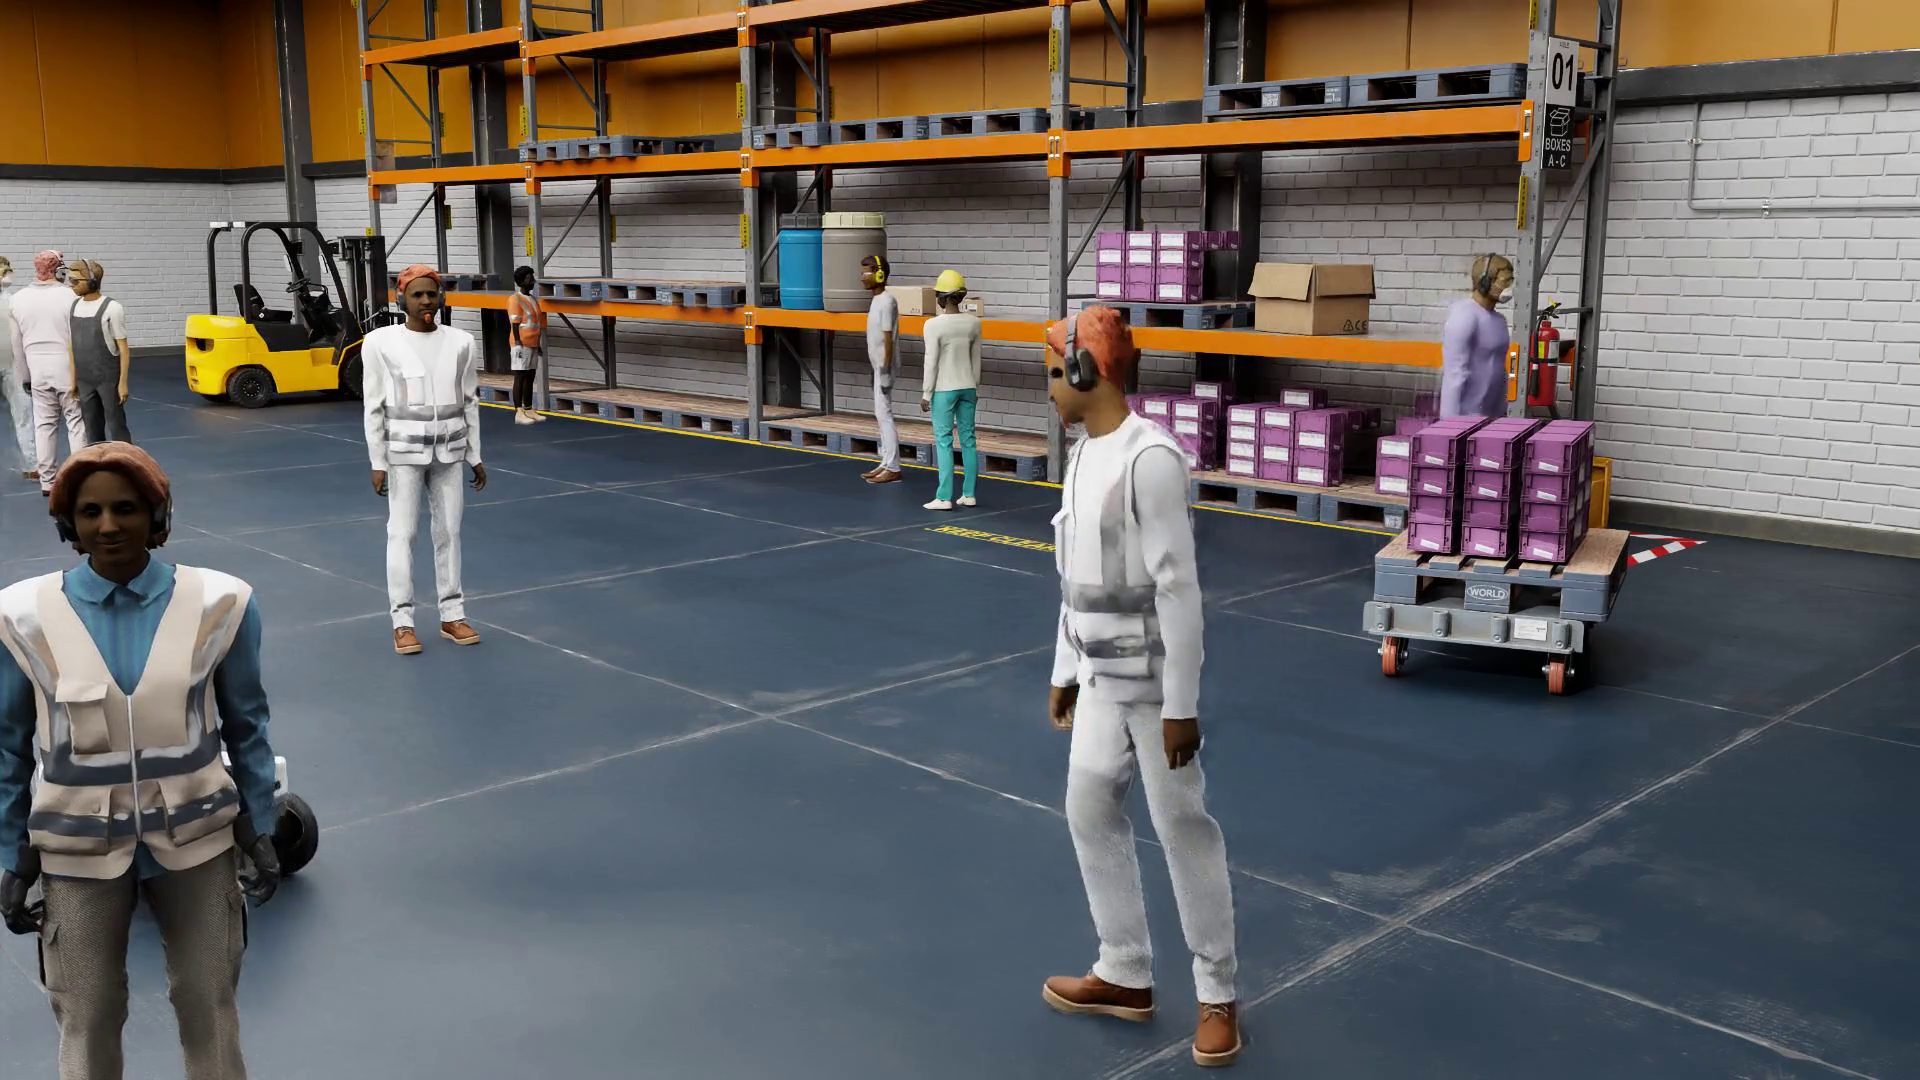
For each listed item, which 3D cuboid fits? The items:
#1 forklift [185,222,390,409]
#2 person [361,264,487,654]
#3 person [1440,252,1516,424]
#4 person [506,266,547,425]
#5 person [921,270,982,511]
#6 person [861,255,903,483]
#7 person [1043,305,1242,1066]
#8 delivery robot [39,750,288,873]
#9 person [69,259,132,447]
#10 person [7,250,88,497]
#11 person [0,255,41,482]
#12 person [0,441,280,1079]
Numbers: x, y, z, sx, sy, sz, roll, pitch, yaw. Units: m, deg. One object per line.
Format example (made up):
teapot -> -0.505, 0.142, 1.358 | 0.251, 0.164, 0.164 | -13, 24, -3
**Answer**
forklift -> -8.169, -2.758, 20.163 | 2.313, 2.155, 1.214 | -10, 14, -44
person -> -2.610, -0.396, 8.137 | 0.572, 1.883, 0.355 | -8, 13, -37
person -> 2.946, -0.655, 9.424 | 0.436, 1.924, 0.662 | 8, 13, 36
person -> -4.670, -2.099, 17.926 | 0.320, 1.698, 0.531 | 2, 11, 12
person -> -0.065, -1.096, 12.260 | 0.527, 1.772, 0.305 | -8, 13, -39
person -> -0.648, -1.397, 13.671 | 0.321, 1.860, 0.512 | -2, 11, -11
person -> 0.485, 0.347, 4.179 | 0.464, 1.855, 0.655 | -4, 11, -19
delivery robot -> -2.446, 0.776, 5.111 | 0.707, 0.478, 0.477 | 3, 11, 15
person -> -6.574, -1.212, 12.698 | 0.507, 1.842, 0.351 | 3, 11, 16
person -> -6.969, -1.282, 12.900 | 0.646, 1.908, 0.408 | 0, 10, 1
person -> -7.929, -1.394, 13.593 | 1.037, 1.895, 0.640 | 2, 11, 12
person -> -1.608, 0.619, 3.266 | 0.513, 1.639, 0.308 | -5, 12, -27
